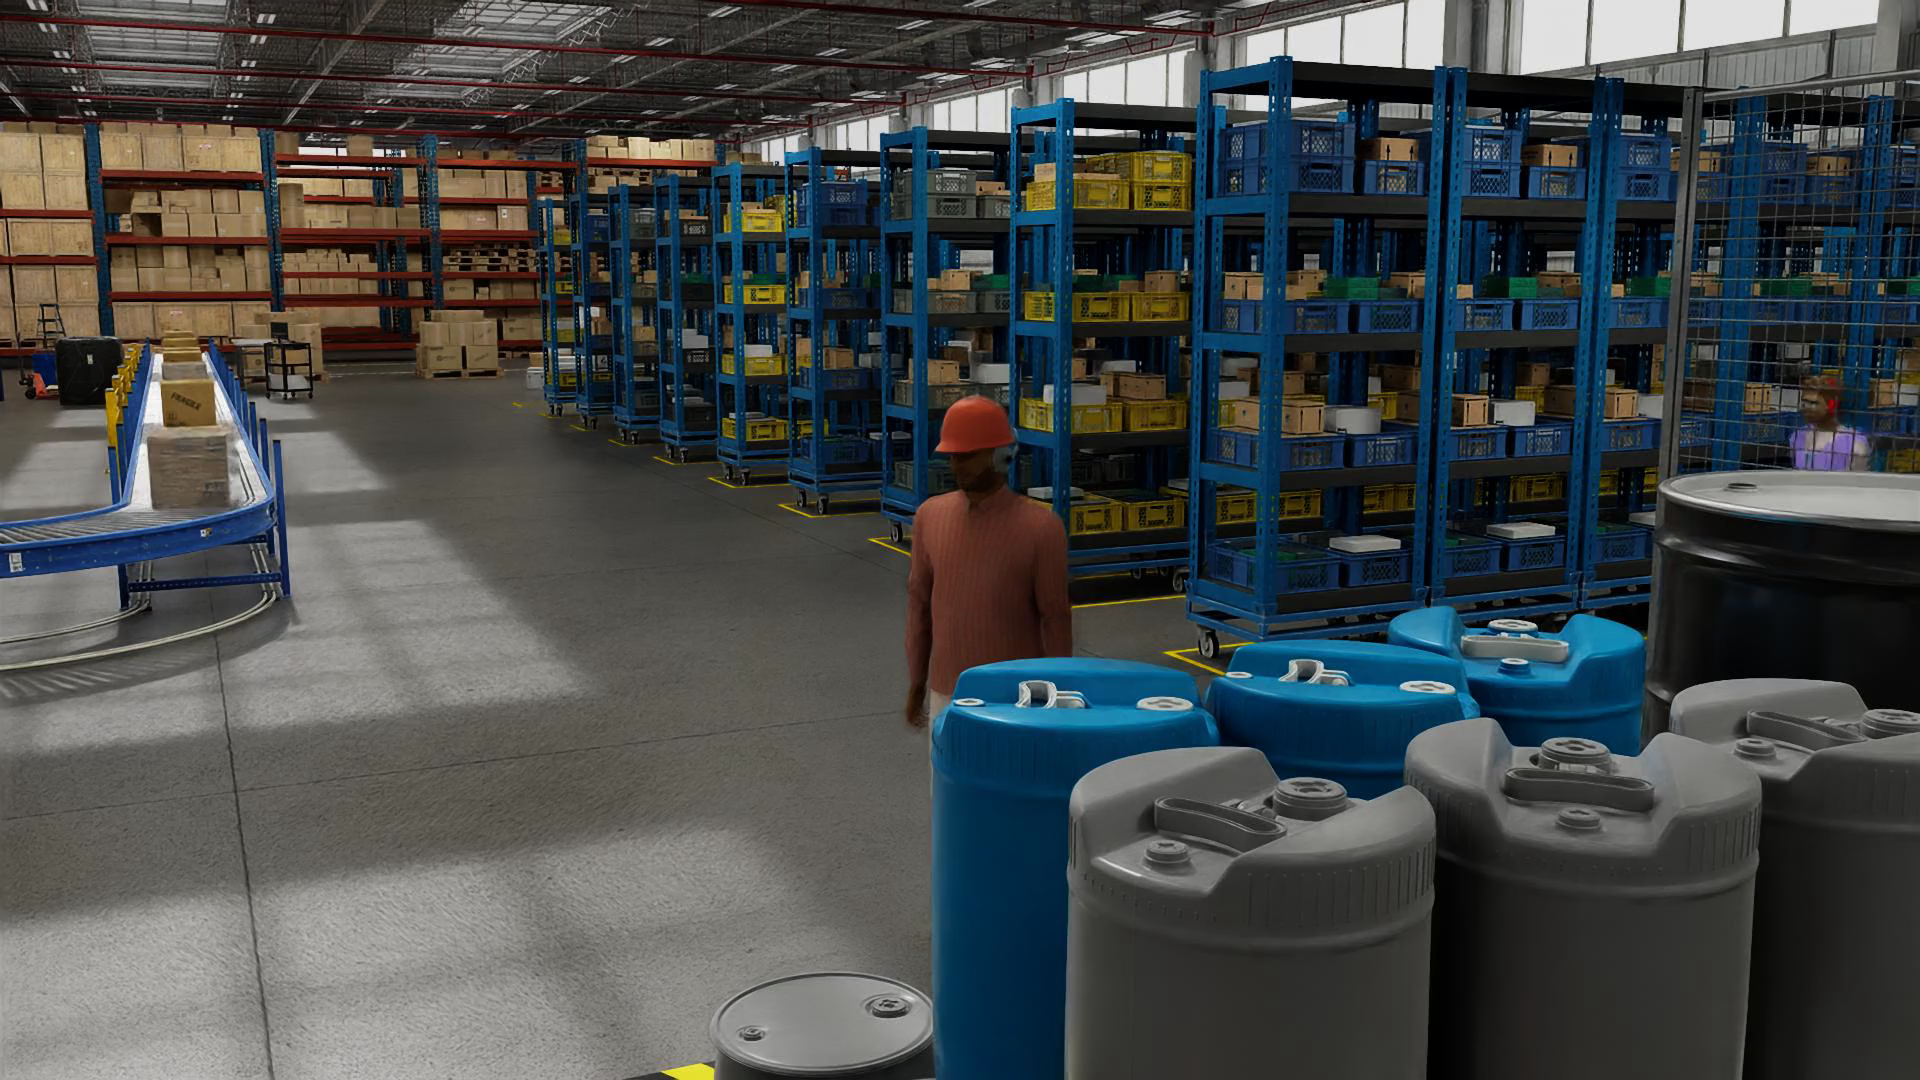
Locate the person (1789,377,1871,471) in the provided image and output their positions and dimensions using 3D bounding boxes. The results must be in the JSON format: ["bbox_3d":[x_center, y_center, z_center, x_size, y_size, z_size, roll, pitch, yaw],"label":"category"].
[{"bbox_3d":[4.994,-0.024,9.511,0.628,1.828,0.575,-2,9,-10],"label":"person"}]

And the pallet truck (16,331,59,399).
[{"bbox_3d":[-17.082,-3.353,31.781,1.630,1.274,0.653,-4,10,-25],"label":"pallet truck"}]

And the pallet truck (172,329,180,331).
[{"bbox_3d":[-17.275,-3.851,35.096,1.601,1.201,0.680,0,9,1],"label":"pallet truck"}]

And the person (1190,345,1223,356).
[{"bbox_3d":[3.446,-2.245,23.244,0.595,1.837,0.404,5,11,30],"label":"person"}]

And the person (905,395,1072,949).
[{"bbox_3d":[0.078,0.490,5.804,0.626,1.993,0.392,5,10,29],"label":"person"}]

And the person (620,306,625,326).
[{"bbox_3d":[-9.407,-5.944,46.451,0.721,1.744,0.531,-3,10,-18],"label":"person"}]
